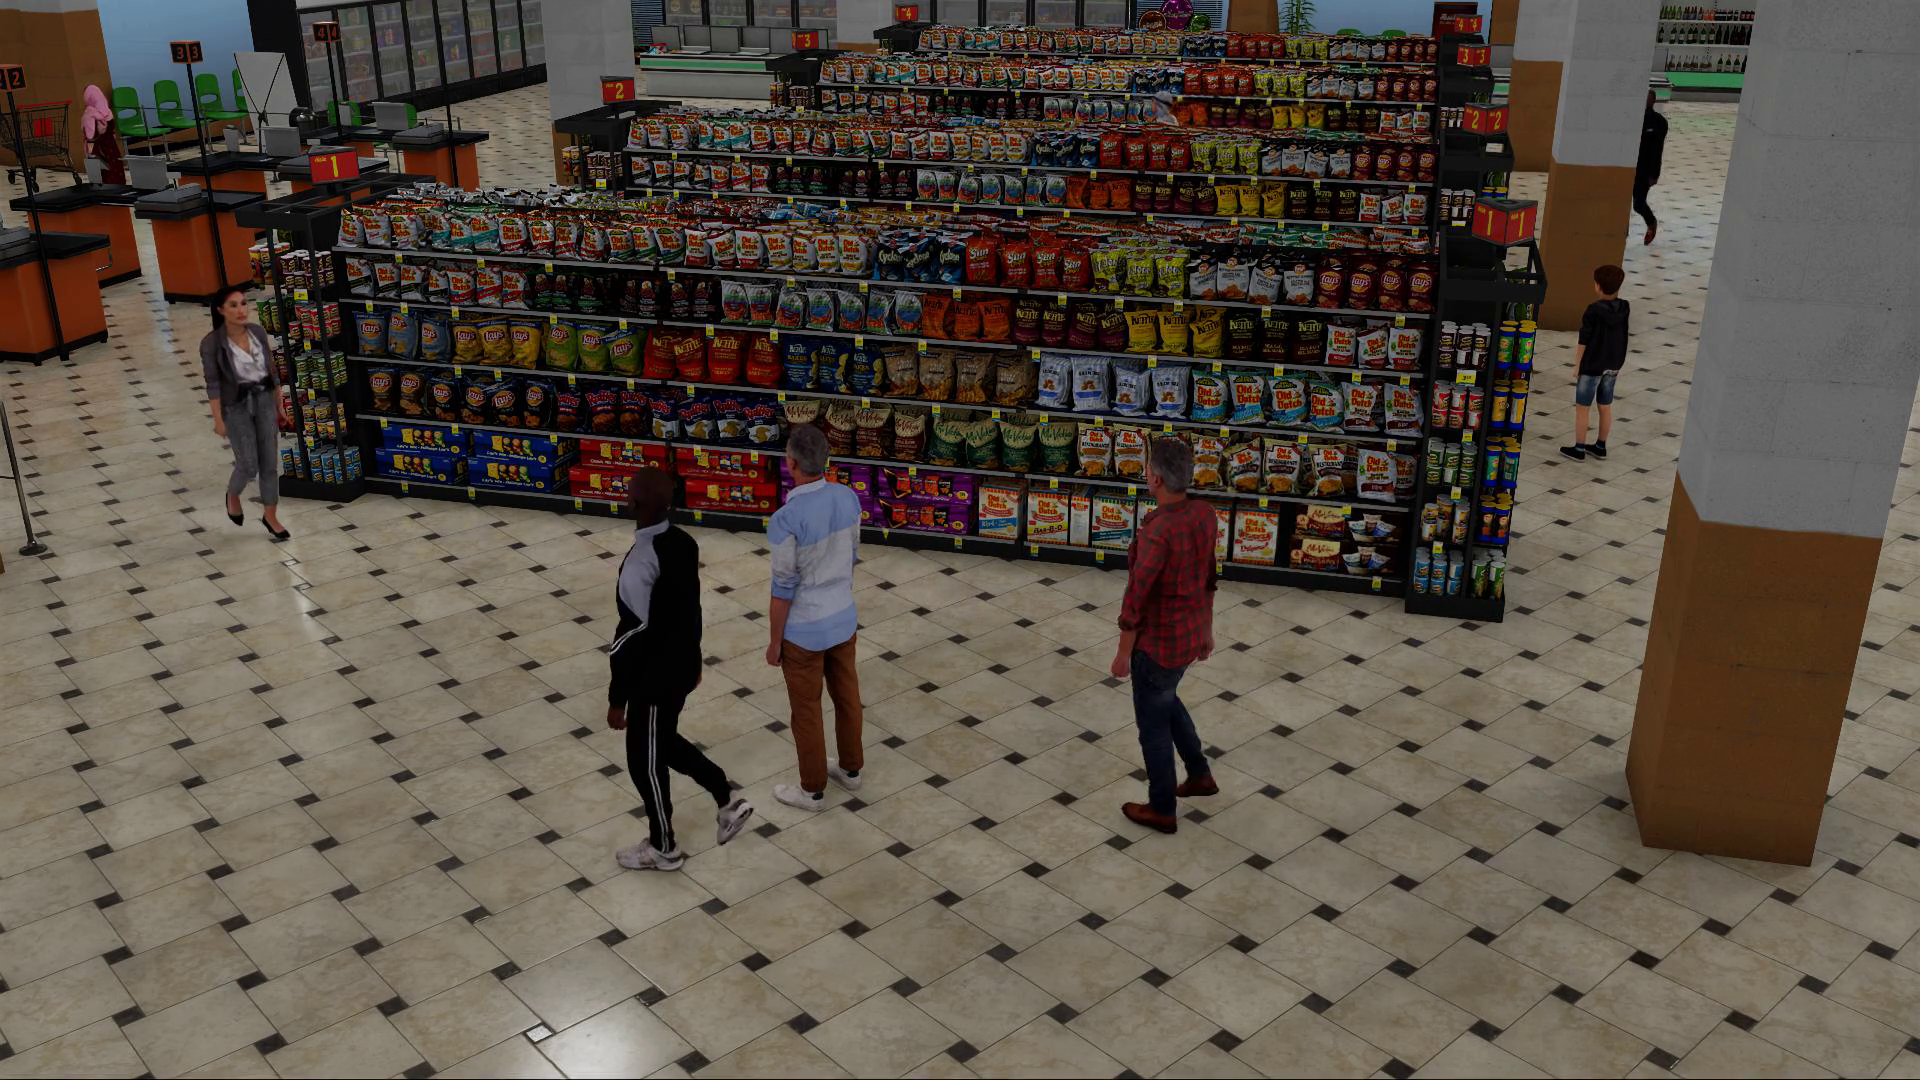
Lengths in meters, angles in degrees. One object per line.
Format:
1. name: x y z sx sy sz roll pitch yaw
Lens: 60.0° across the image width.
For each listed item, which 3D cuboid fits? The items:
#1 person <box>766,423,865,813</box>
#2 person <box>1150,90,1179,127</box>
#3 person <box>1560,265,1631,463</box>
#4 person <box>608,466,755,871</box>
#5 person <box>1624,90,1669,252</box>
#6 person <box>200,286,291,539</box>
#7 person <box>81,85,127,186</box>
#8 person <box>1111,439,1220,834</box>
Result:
1. person: -0.647 0.353 7.538 0.746 1.828 0.768 18 28 38
2. person: 2.235 -3.841 17.894 1.196 1.889 0.695 5 22 11
3. person: 4.667 -1.291 12.141 0.574 1.447 0.670 -5 22 -11
4. person: -1.180 0.576 7.009 0.814 1.808 0.705 6 23 13
5. person: 7.707 -4.163 18.811 1.066 1.803 1.024 -14 26 -31
6. person: -4.597 -0.812 10.653 0.790 1.667 0.726 14 26 31
7. person: -10.642 -4.824 20.679 0.577 1.637 0.645 6 23 14
8. person: 0.979 0.466 7.269 0.831 1.817 0.817 16 27 34
